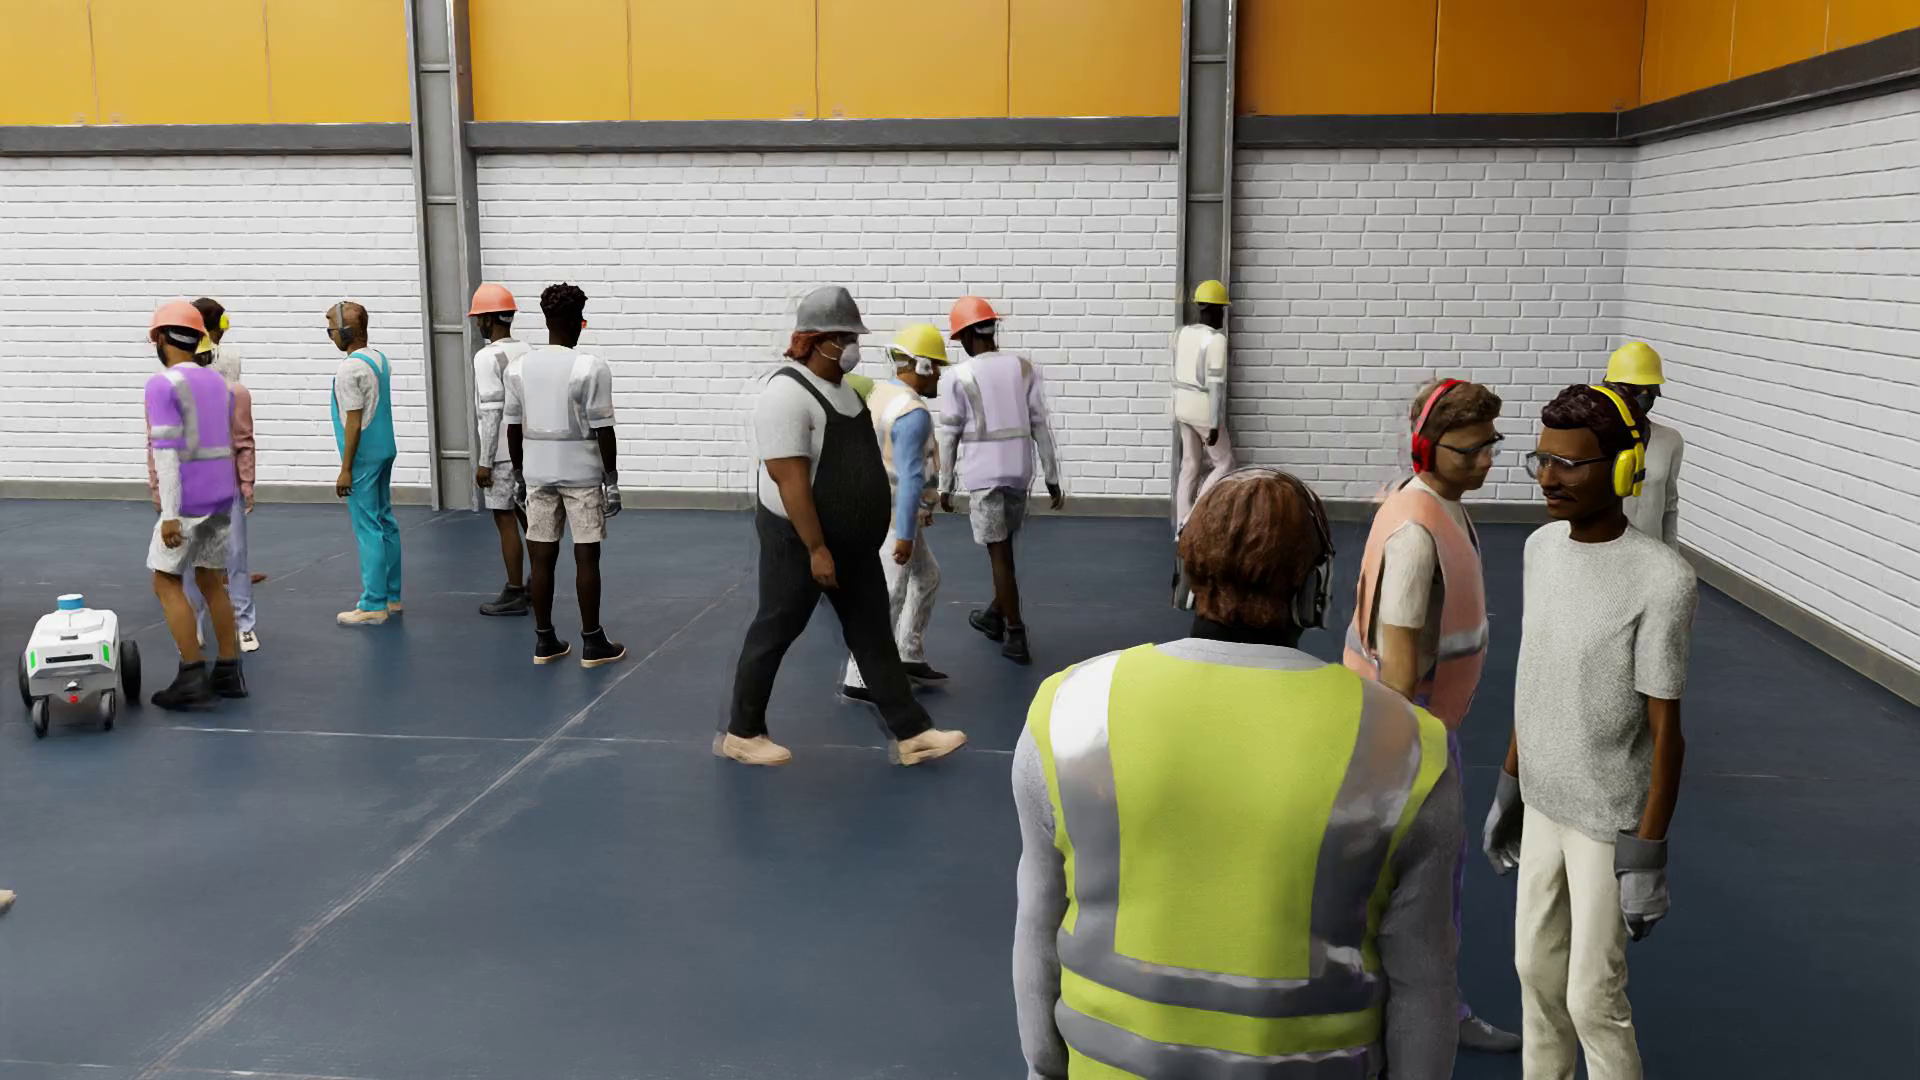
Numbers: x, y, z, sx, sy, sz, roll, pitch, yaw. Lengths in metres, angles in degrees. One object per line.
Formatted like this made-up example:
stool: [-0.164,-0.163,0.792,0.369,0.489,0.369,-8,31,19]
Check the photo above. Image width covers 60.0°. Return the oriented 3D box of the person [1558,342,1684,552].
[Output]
person: [2.636,0.096,6.648,0.524,1.769,0.316,-2,10,-10]

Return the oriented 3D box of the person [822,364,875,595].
person: [-0.755,-0.472,10.276,0.498,1.633,0.279,-2,10,-13]

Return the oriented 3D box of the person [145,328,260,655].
person: [-3.966,-0.264,8.734,0.527,1.764,0.334,-3,10,-18]

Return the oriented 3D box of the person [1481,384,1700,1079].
person: [1.308,0.596,3.536,0.322,1.860,0.519,-3,10,-16]

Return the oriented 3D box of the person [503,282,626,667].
person: [-2.012,-0.328,8.503,0.614,1.964,0.361,3,10,17]

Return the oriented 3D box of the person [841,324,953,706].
person: [-0.298,-0.118,7.849,0.655,1.779,0.610,-3,10,-16]

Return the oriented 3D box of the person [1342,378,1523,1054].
person: [1.128,0.477,4.324,0.682,1.817,0.585,3,10,18]

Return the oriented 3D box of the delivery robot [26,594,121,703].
delivery robot: [-4.032,0.493,7.574,0.477,0.478,0.707,-5,11,-24]

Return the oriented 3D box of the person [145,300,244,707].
person: [-3.638,-0.183,7.885,0.488,1.889,0.598,2,10,11]

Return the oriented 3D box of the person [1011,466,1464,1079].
person: [0.389,0.805,2.422,0.636,1.830,0.429,3,10,15]

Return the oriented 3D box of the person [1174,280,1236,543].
person: [1.758,-0.906,11.989,0.428,1.911,0.596,-5,11,-28]

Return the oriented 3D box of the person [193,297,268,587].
person: [-4.688,-0.591,10.379,0.576,1.842,0.583,5,11,24]

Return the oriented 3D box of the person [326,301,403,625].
person: [-3.398,-0.433,9.469,0.345,1.840,0.504,1,10,4]

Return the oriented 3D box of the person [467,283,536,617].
person: [-2.661,-0.520,9.694,0.378,1.932,0.551,3,10,17]

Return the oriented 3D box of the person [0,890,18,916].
person: [-3.448,0.429,5.088,0.554,1.661,0.711,7,12,34]

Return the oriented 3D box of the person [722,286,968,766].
person: [-0.528,-0.059,6.749,1.036,2.000,0.692,5,11,25]

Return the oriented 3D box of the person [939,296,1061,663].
person: [0.158,-0.333,8.782,0.624,1.875,0.892,-5,11,-26]
